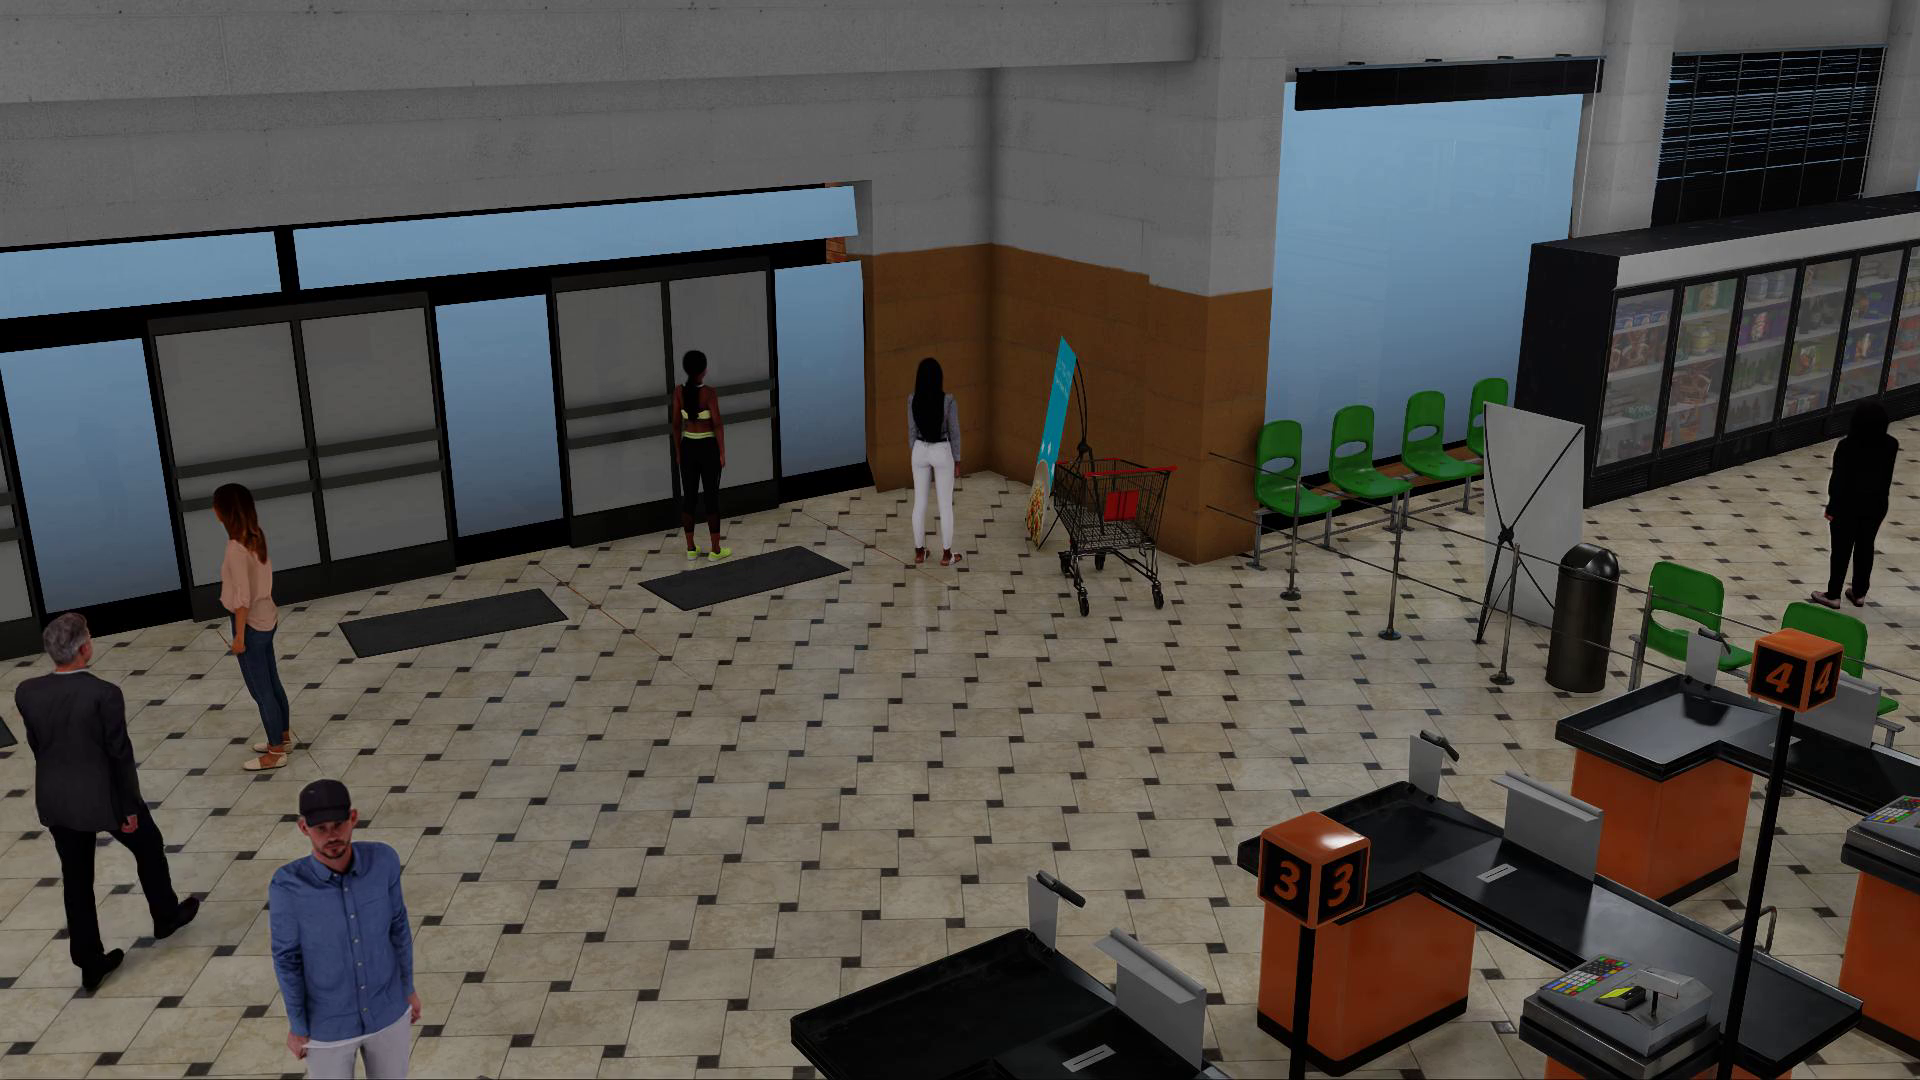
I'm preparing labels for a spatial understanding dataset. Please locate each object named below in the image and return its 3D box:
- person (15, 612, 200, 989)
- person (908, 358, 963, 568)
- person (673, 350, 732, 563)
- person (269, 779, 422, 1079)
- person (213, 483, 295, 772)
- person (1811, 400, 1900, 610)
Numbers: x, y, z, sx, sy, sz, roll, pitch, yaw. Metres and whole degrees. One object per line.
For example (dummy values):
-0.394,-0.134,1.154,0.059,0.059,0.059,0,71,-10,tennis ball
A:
-4.121,1.251,7.790,1.007,1.815,1.098,0,19,0,person
-0.216,-0.642,13.546,0.644,1.725,0.734,6,20,18,person
-2.139,-0.688,13.635,0.633,1.754,0.701,4,19,12,person
-2.257,1.750,6.197,0.648,1.888,0.539,-13,23,-34,person
-4.244,0.516,10.007,0.725,1.792,0.611,-2,19,-6,person
6.816,-0.271,12.617,0.742,1.615,0.763,-3,19,-9,person
